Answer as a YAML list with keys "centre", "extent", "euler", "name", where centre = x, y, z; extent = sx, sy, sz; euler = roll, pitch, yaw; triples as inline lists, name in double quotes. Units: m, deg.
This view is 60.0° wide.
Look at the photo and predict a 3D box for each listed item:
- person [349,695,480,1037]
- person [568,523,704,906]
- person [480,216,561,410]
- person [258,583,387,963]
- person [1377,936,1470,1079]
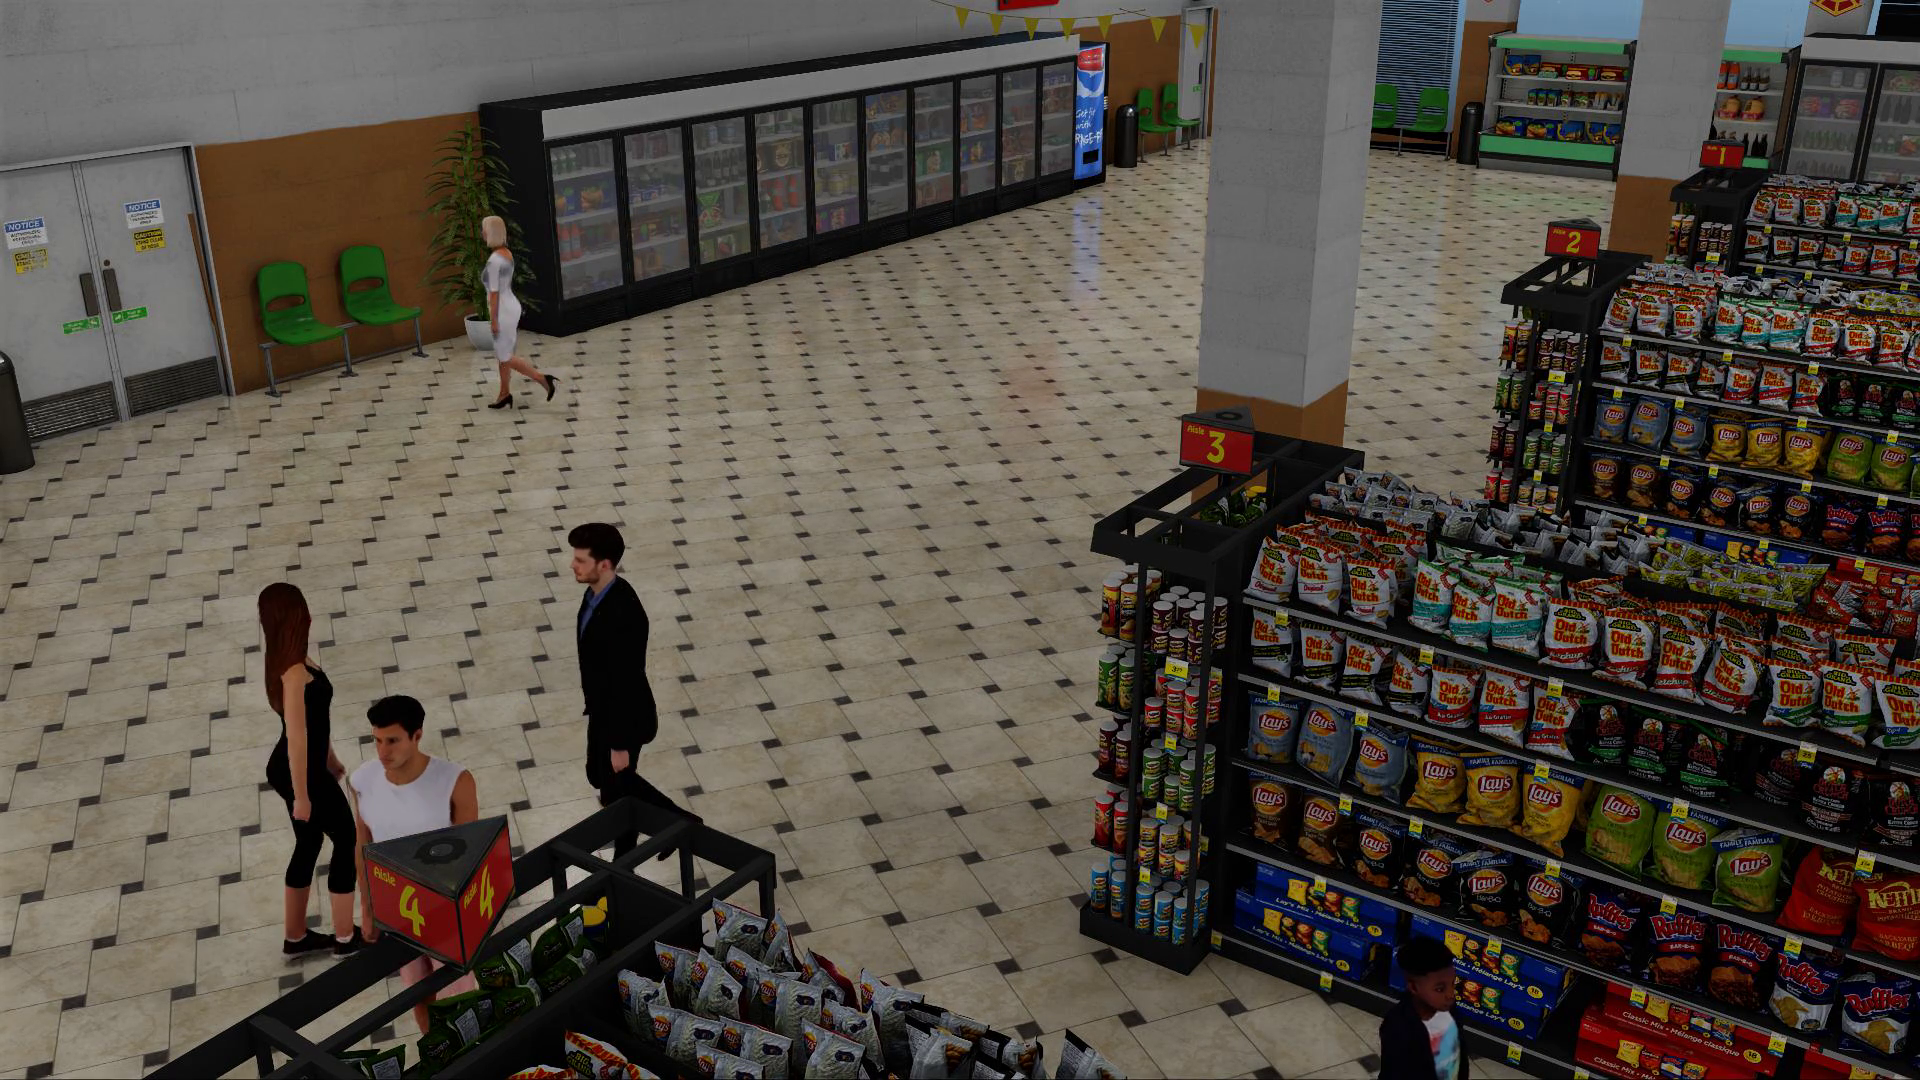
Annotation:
- centre: [-1.970, 1.335, 6.311]
  extent: [0.793, 1.776, 0.833]
  euler: [5, 23, 13]
  name: "person"
- centre: [-1.492, 0.778, 7.563]
  extent: [1.025, 1.877, 1.000]
  euler: [-9, 24, -21]
  name: "person"
- centre: [-3.913, -1.956, 14.559]
  extent: [1.011, 1.735, 0.874]
  euler: [1, 22, 2]
  name: "person"
- centre: [-2.860, 1.053, 7.143]
  extent: [0.821, 1.680, 0.750]
  euler: [-8, 23, -19]
  name: "person"
- centre: [1.494, 1.863, 5.687]
  extent: [0.588, 1.263, 0.621]
  euler: [-19, 28, -38]
  name: "person"
